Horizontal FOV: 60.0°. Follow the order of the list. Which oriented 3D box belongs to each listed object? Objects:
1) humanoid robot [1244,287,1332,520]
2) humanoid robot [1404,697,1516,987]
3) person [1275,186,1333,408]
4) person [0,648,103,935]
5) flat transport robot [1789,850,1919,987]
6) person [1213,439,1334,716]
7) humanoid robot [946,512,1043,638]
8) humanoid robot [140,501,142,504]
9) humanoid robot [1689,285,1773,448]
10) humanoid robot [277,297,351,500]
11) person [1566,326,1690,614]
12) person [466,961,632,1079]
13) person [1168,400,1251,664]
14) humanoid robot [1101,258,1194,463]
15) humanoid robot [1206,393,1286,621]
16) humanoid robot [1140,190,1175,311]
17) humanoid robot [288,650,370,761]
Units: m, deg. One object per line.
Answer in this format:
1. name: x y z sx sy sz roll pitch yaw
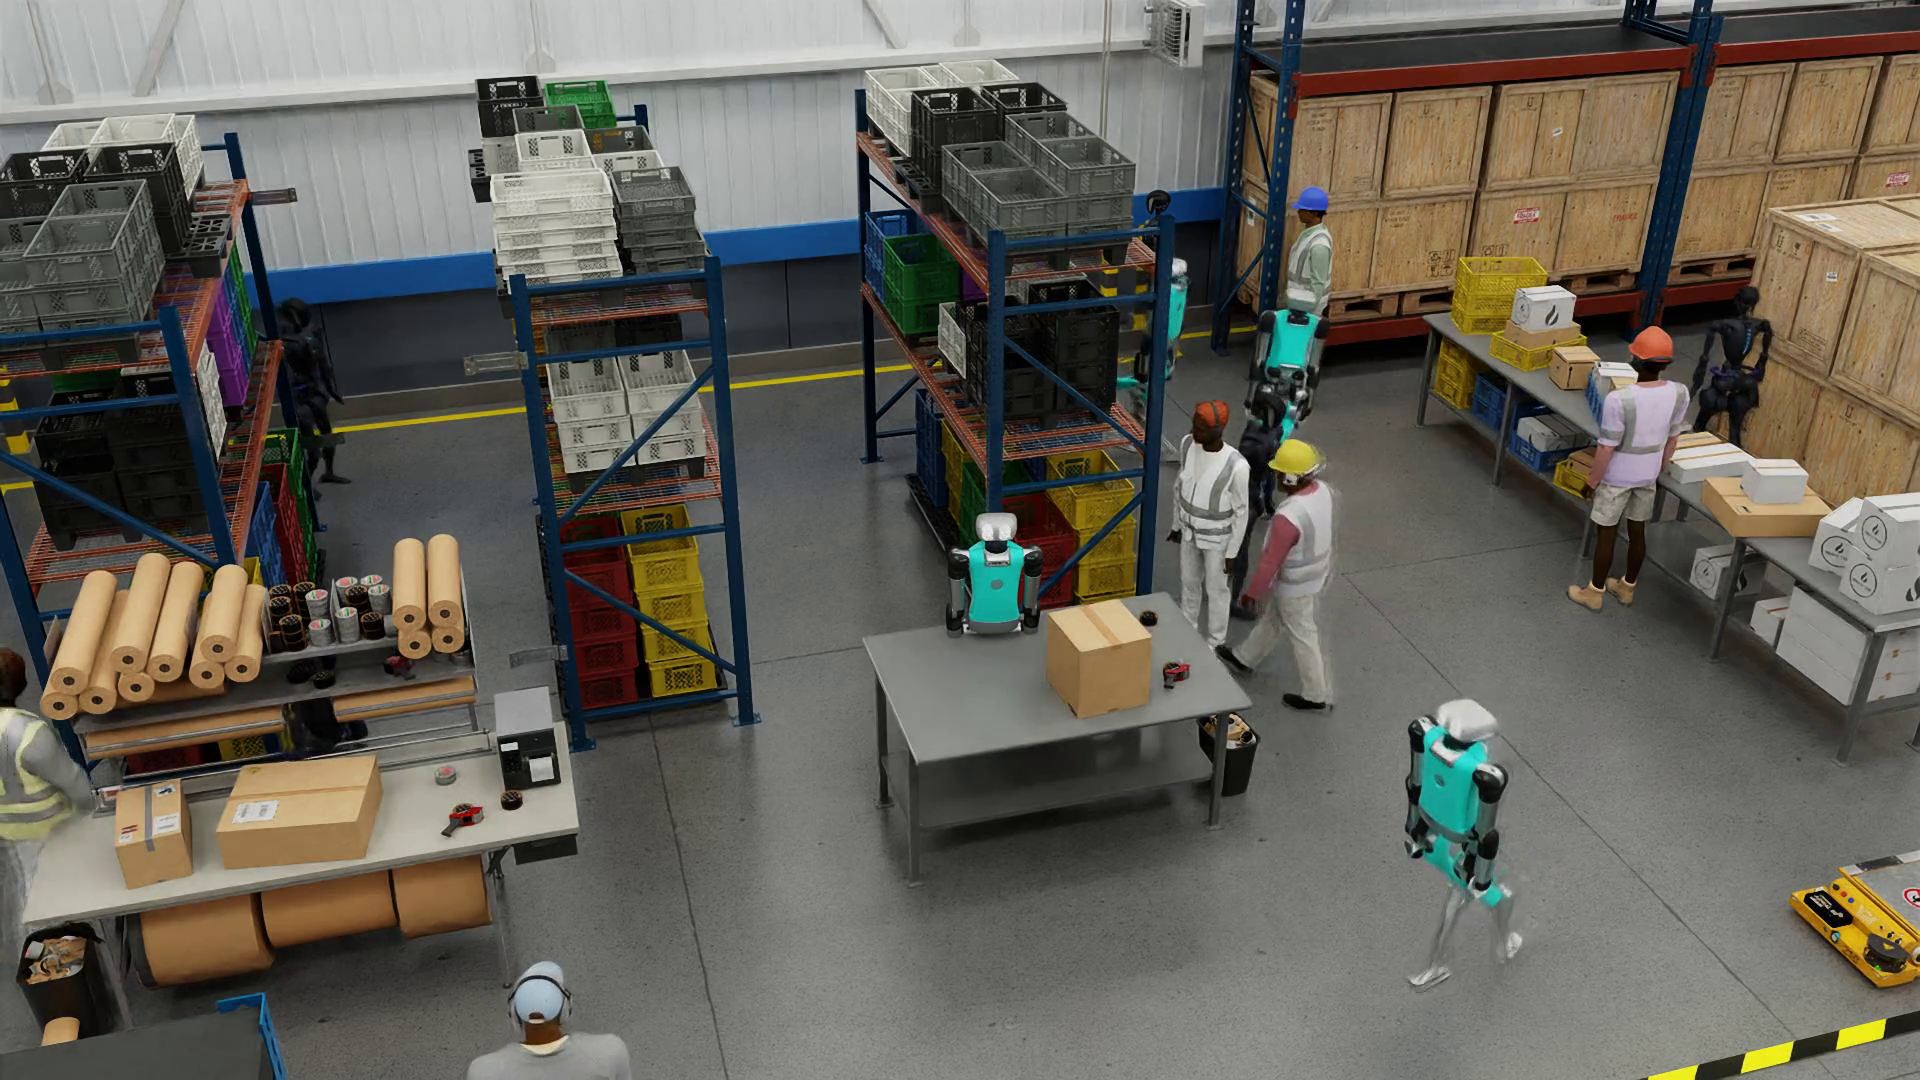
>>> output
1. humanoid robot: 2.461 -0.911 12.301 0.619 1.760 0.905 -3 29 -5
2. humanoid robot: 2.500 1.446 8.022 0.821 1.800 0.544 -17 33 -28
3. person: 2.945 -2.053 14.154 0.386 1.949 0.603 1 29 2
4. person: -4.473 1.282 8.225 0.637 1.809 0.829 13 31 22
5. flat transport robot: 5.163 1.916 8.676 1.431 0.231 0.659 -8 30 -14
6. person: 1.945 0.200 10.209 0.905 1.782 0.609 17 33 27
7. humanoid robot: 0.167 0.499 9.589 0.533 1.677 0.735 -2 29 -4
8. humanoid robot: -6.078 -0.945 12.389 0.550 1.791 0.803 21 35 33
9. humanoid robot: 5.965 -1.170 12.881 0.603 1.635 0.772 -3 29 -5
10. humanoid robot: -4.987 -1.095 12.695 0.395 1.633 0.597 7 30 13
11. person: 4.470 -0.458 11.153 0.604 2.045 0.375 -7 30 -12
12. person: -1.493 2.327 6.283 0.596 1.850 0.396 -8 30 -14
13. person: 1.553 -0.023 10.529 0.353 1.881 0.574 -20 34 -31
14. humanoid robot: 1.458 -1.411 13.204 0.927 1.763 0.552 20 34 31
15. humanoid robot: 1.917 -0.242 11.172 0.409 1.641 0.603 21 35 33
16. humanoid robot: 1.756 -2.322 14.908 0.315 1.657 0.599 5 29 8
17. humanoid robot: -3.217 1.181 8.547 0.360 1.644 0.606 5 29 10
